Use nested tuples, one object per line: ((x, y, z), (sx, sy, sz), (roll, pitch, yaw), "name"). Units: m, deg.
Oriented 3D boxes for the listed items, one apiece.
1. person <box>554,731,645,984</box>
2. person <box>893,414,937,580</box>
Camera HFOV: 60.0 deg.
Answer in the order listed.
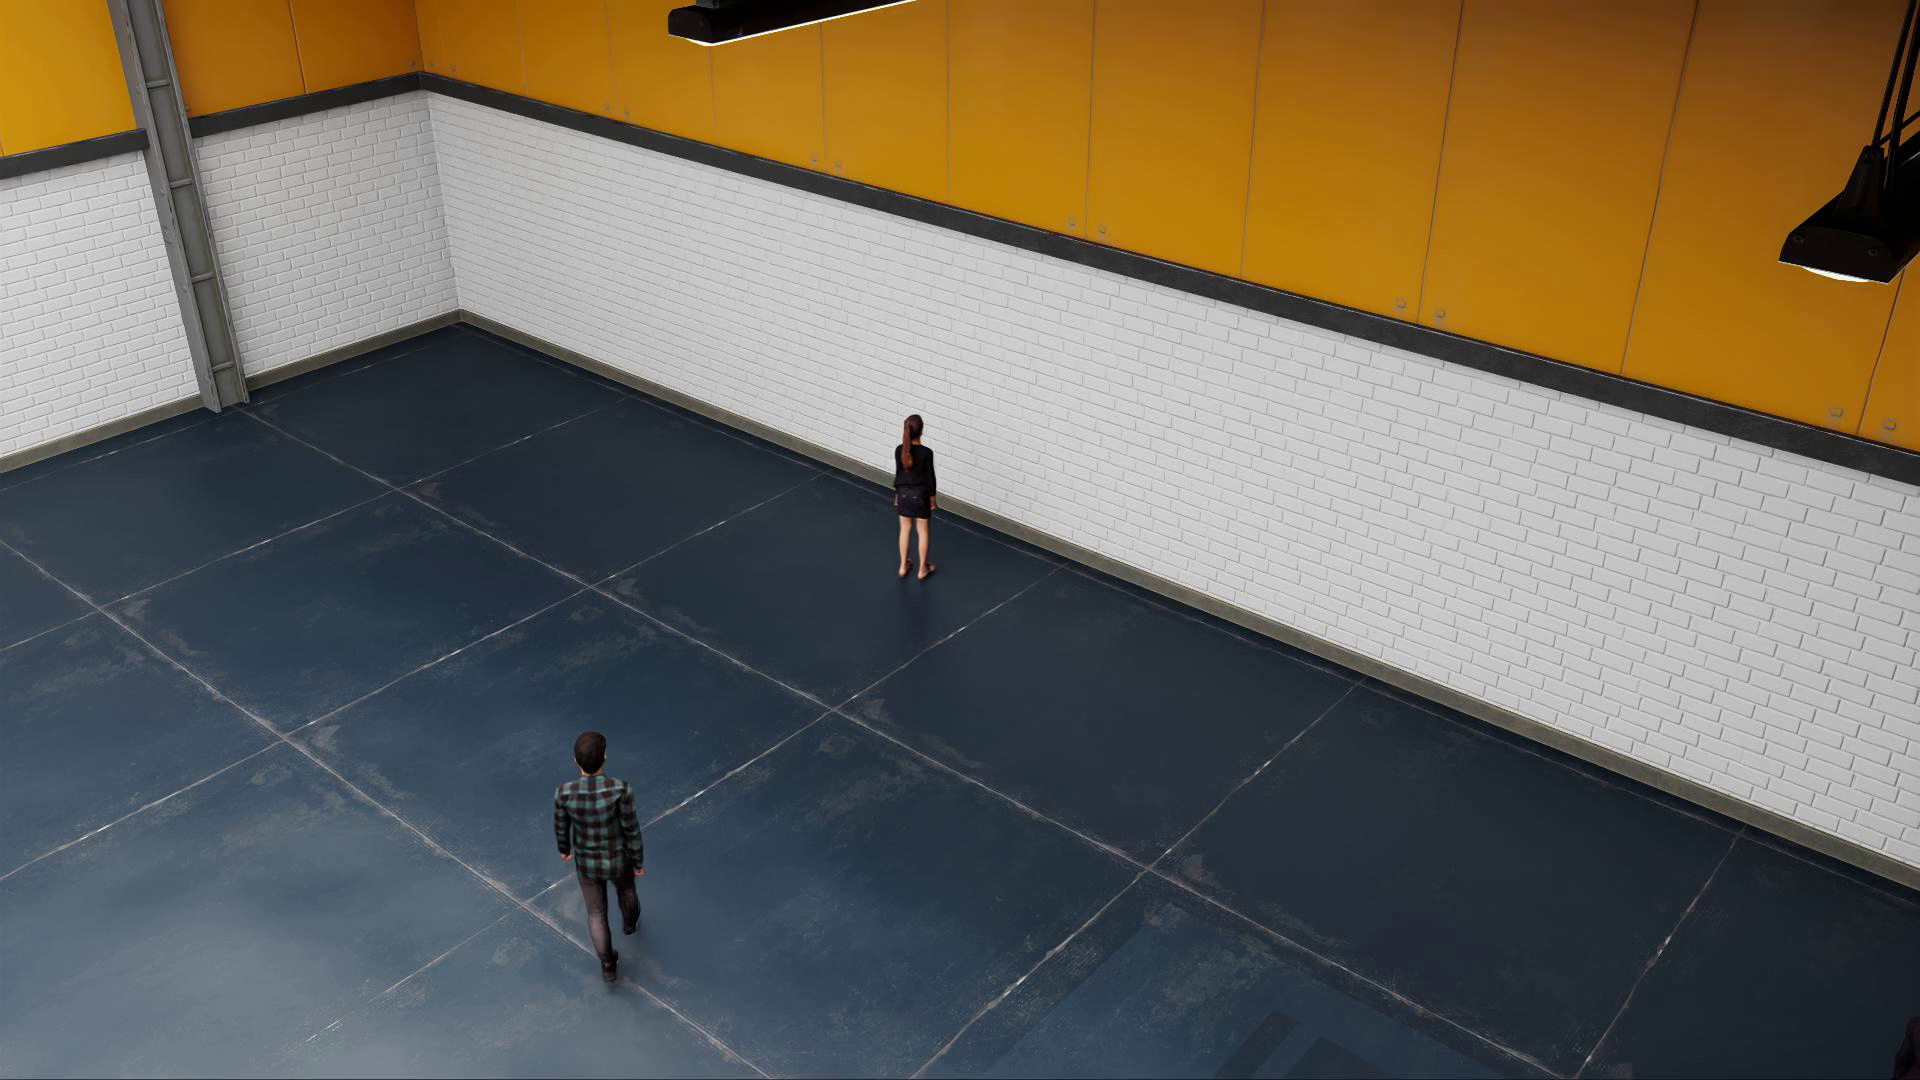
((-2.189, 1.959, 10.121), (1.036, 1.700, 1.061), (-4, 29, -7), "person")
((-0.397, -0.388, 14.692), (0.614, 1.553, 0.642), (8, 30, 14), "person")
